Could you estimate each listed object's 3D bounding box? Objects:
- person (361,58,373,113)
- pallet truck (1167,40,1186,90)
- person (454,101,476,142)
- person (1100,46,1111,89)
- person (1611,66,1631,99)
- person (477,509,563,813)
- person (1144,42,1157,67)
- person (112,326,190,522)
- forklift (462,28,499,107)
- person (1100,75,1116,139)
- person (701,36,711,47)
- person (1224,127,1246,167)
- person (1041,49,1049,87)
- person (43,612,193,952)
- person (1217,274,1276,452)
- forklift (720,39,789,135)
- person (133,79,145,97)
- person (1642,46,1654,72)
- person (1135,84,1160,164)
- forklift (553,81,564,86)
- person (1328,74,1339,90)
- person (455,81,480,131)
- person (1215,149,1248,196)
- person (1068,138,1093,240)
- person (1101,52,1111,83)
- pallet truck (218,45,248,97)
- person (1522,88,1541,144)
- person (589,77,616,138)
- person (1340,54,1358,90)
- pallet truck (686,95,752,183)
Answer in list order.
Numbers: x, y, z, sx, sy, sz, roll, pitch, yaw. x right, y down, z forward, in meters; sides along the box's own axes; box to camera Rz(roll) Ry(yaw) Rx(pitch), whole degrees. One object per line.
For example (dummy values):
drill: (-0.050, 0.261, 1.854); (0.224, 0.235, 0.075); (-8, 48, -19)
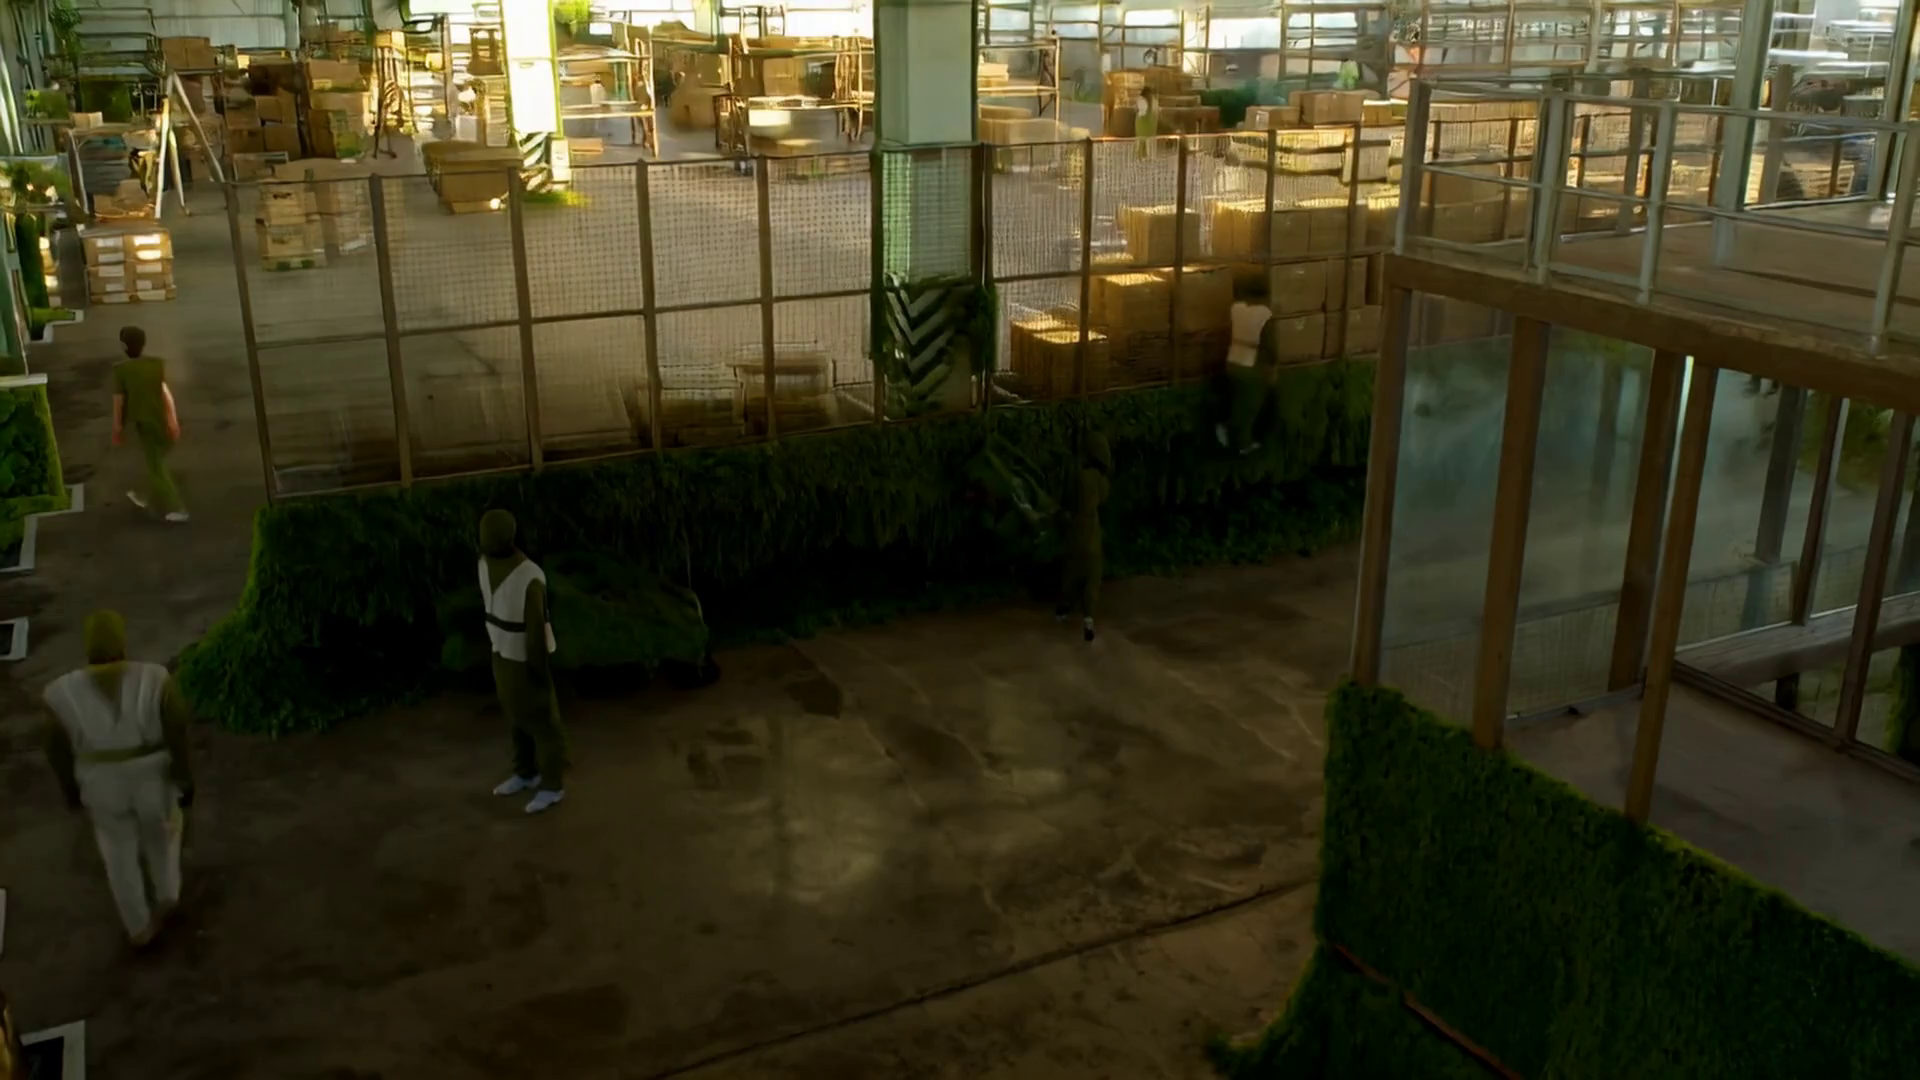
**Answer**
person: (-20.855, -16.094, 58.836); (0.585, 1.888, 0.962); (6, 20, 16)
pallet truck: (9.045, -19.971, 69.895); (0.823, 1.965, 1.885); (-3, 19, -8)
person: (-11.684, -9.366, 39.277); (0.422, 1.935, 0.629); (11, 22, 29)
person: (5.682, -18.427, 65.466); (0.823, 1.972, 0.622); (10, 21, 27)
person: (21.490, -14.496, 54.217); (0.575, 1.876, 0.657); (-10, 21, -27)
person: (-2.671, 0.707, 10.093); (0.584, 1.910, 0.389); (16, 25, 39)
person: (8.066, -20.110, 70.419); (0.566, 1.918, 0.511); (4, 19, 11)
person: (-7.555, -1.073, 15.403); (0.968, 1.813, 0.523); (10, 22, 28)
forklift: (-17.229, -17.133, 60.337); (1.129, 2.768, 1.873); (4, 19, 12)
person: (4.424, -12.940, 49.731); (0.532, 1.860, 0.332); (15, 24, 37)
person: (-11.453, -21.942, 75.725); (0.580, 1.914, 0.680); (12, 22, 31)
person: (5.395, -7.161, 32.836); (0.402, 1.949, 0.605); (4, 19, 12)
person: (3.487, -19.565, 69.165); (0.317, 1.698, 0.540); (12, 22, 31)
person: (-4.350, 1.227, 8.701); (0.650, 1.822, 0.630); (-6, 20, -18)
person: (3.014, -1.841, 17.489); (0.491, 1.897, 0.620); (-14, 24, -36)
forklift: (-6.338, -13.917, 51.013); (1.873, 2.768, 1.129); (9, 21, 23)
person: (-25.350, -13.404, 51.414); (0.518, 1.633, 0.314); (6, 20, 18)
person: (28.660, -19.656, 69.333); (0.314, 1.769, 0.523); (-10, 22, -28)
person: (4.833, -10.873, 43.457); (0.676, 2.000, 0.536); (-10, 21, -26)
forklift: (-18.163, -20.909, 71.281); (1.873, 2.768, 1.129); (-12, 22, -31)
person: (12.098, -14.284, 53.966); (0.315, 1.634, 0.523); (-9, 21, -25)
person: (-13.724, -11.822, 46.389); (0.400, 1.926, 0.652); (18, 26, 42)
person: (4.827, -5.976, 29.522); (0.587, 1.867, 0.651); (-3, 19, -9)
person: (2.284, -6.628, 31.410); (0.353, 1.877, 0.573); (-15, 24, -37)
person: (6.234, -20.000, 70.483); (0.808, 1.672, 0.538); (14, 24, 36)
pallet truck: (-28.879, -18.665, 66.111); (0.823, 1.965, 1.885); (-3, 19, -9)
person: (14.854, -10.695, 43.065); (0.652, 1.965, 0.393); (6, 20, 16)
person: (-10.824, -12.986, 49.962); (0.646, 1.793, 0.954); (11, 22, 29)
person: (14.119, -16.701, 60.558); (0.636, 1.895, 0.932); (6, 20, 17)
pallet truck: (-5.836, -9.608, 39.856); (0.823, 1.965, 1.885); (10, 22, 27)
